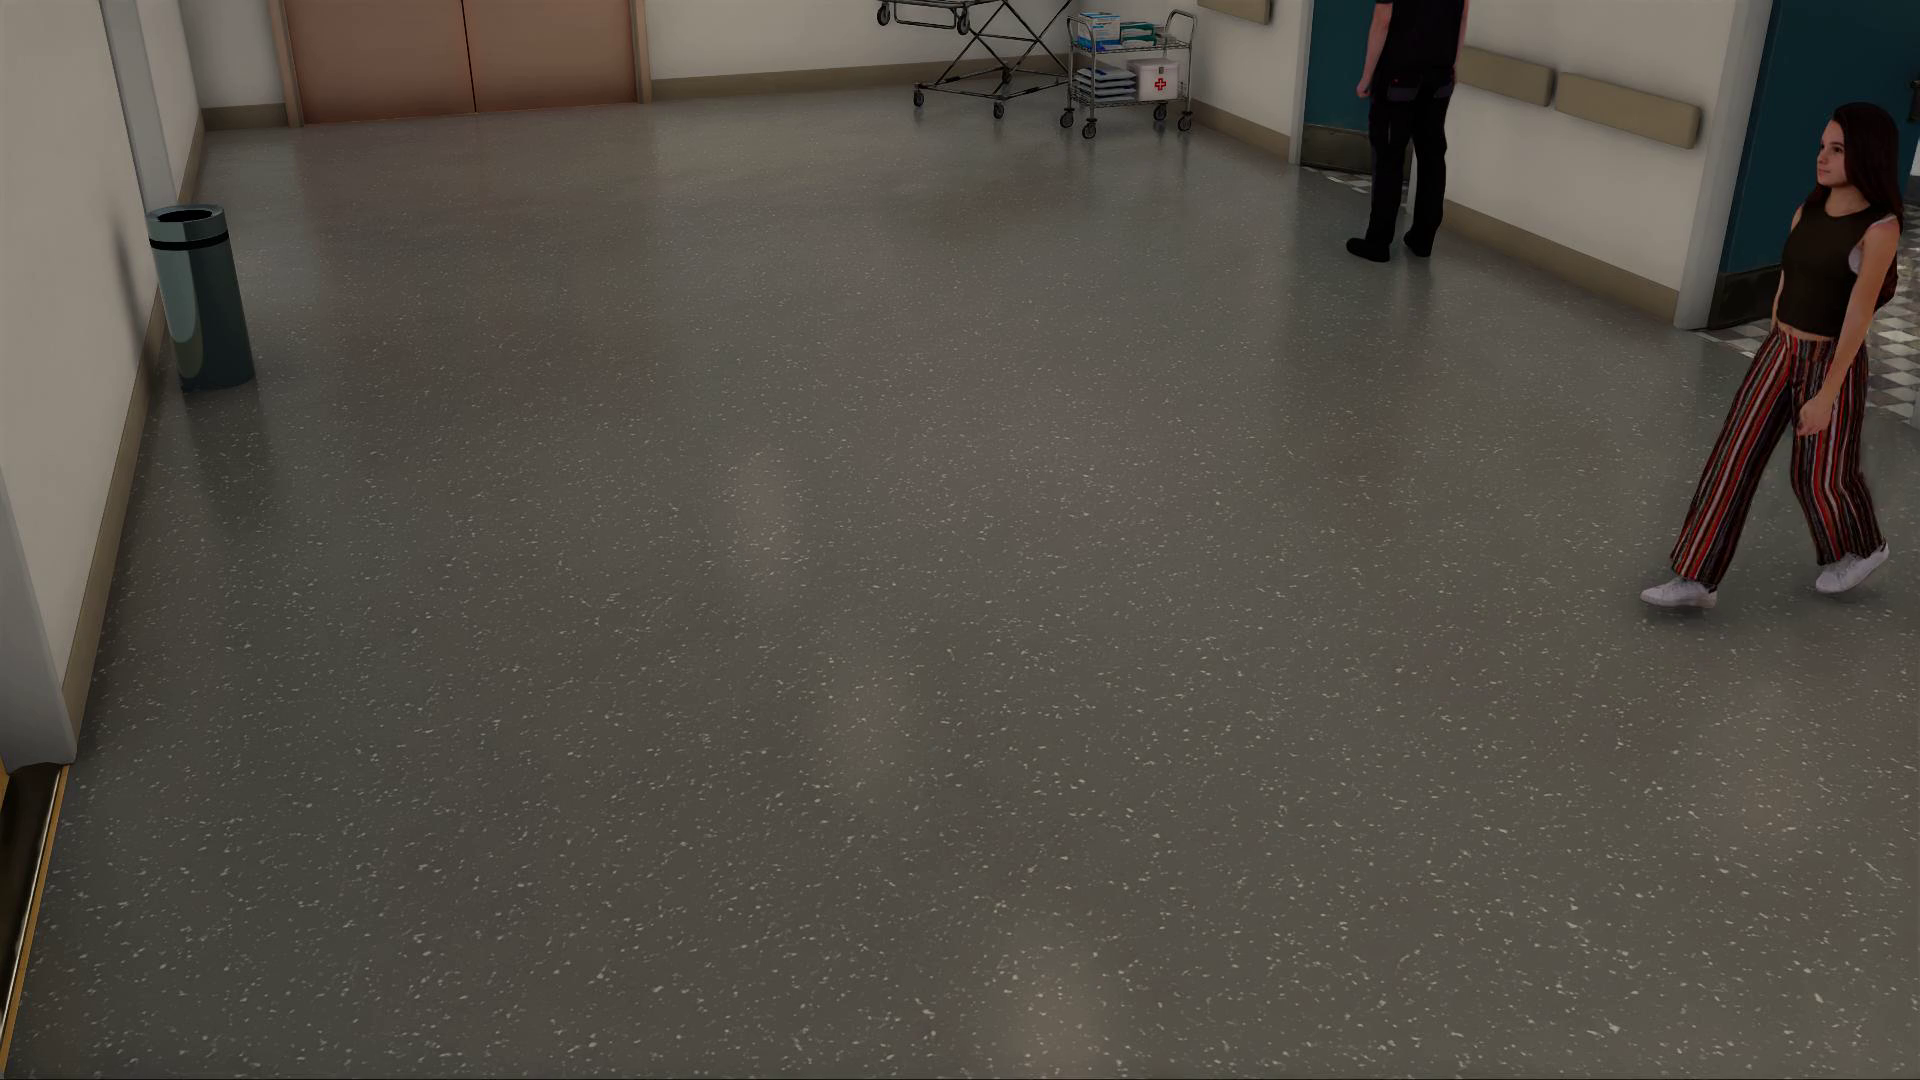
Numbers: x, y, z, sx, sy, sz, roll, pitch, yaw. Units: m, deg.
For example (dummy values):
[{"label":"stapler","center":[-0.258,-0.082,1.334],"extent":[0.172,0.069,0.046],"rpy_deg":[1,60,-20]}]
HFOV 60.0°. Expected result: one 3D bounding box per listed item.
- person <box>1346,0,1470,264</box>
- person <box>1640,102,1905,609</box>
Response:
[{"label":"person","center":[2.286,-2.338,8.374],"extent":[0.720,1.845,0.582],"rpy_deg":[-7,27,-15]},{"label":"person","center":[2.570,-0.485,4.893],"extent":[0.596,1.530,0.988],"rpy_deg":[-9,27,-19]}]
